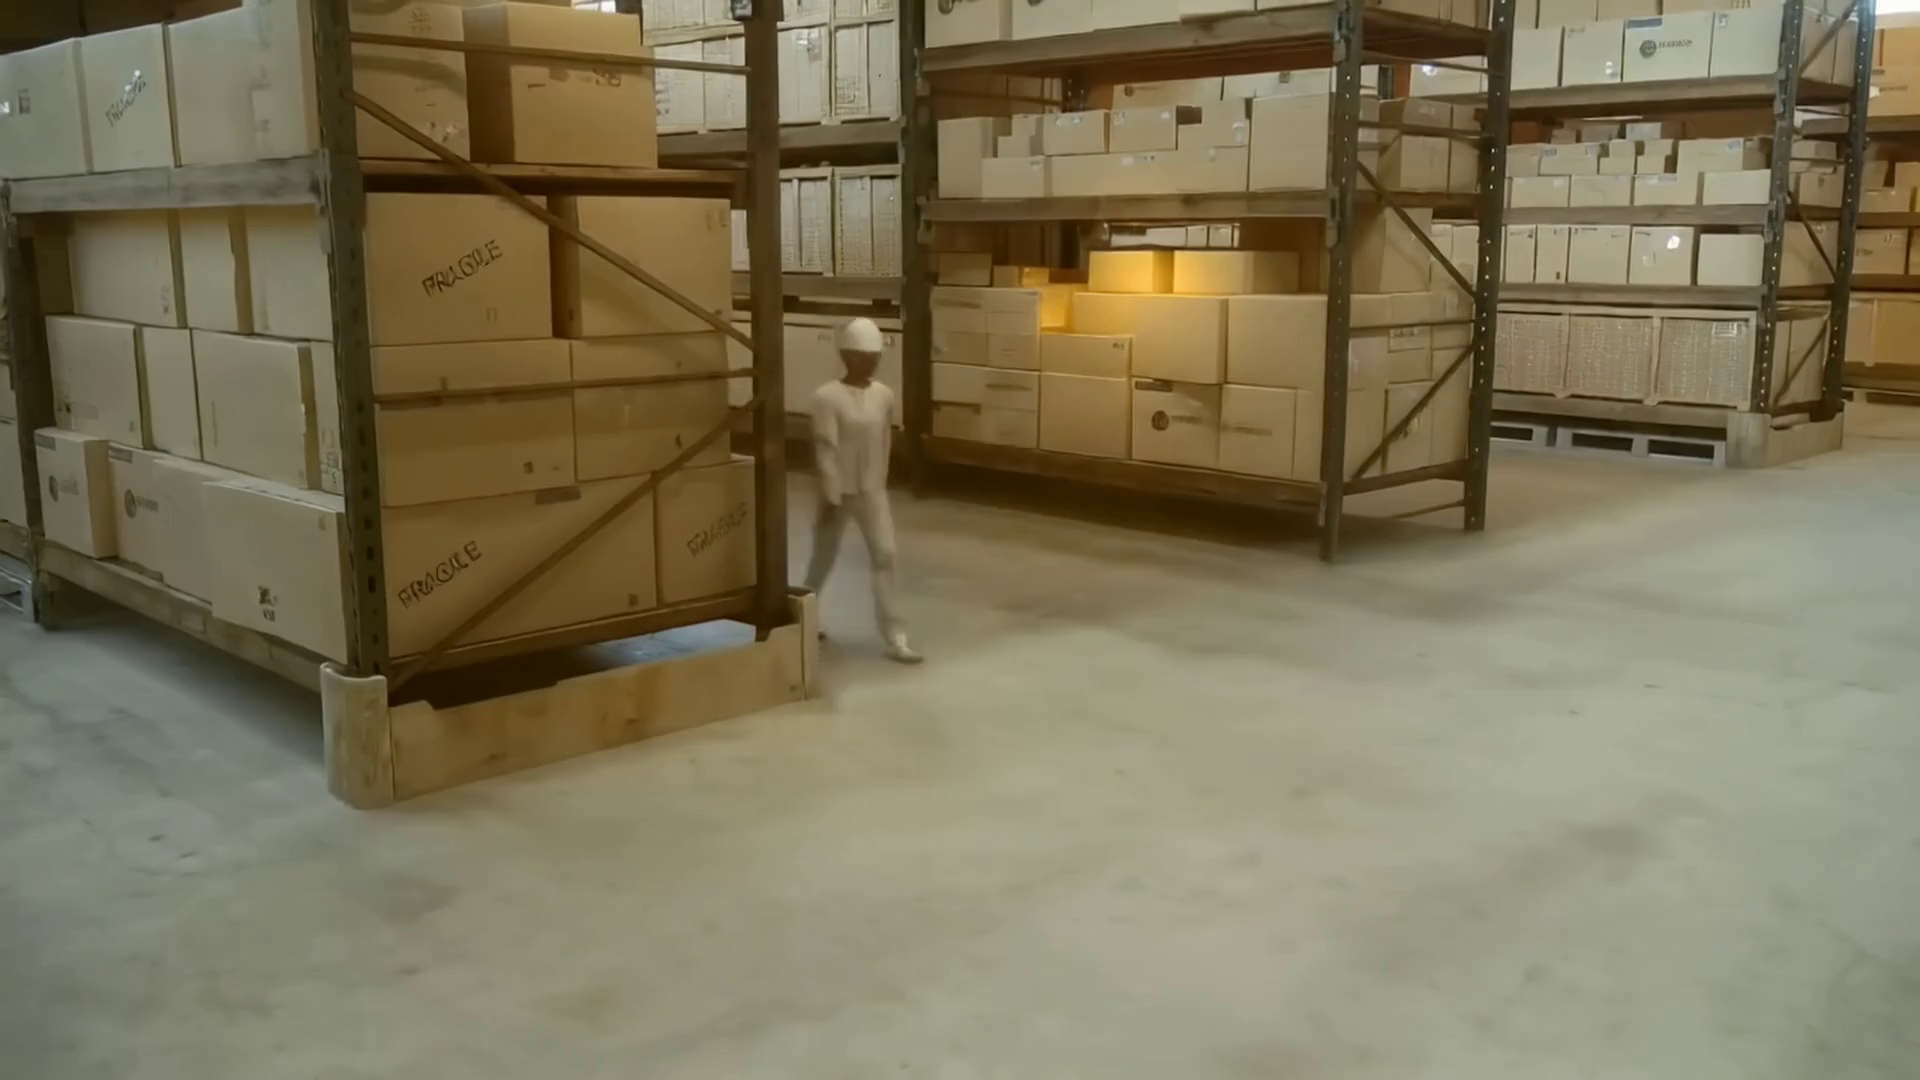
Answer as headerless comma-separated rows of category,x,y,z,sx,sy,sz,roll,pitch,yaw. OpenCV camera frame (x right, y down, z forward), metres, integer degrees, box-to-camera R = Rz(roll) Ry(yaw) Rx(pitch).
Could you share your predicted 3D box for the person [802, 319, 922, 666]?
person,-0.556,-0.260,8.452,0.522,1.727,0.914,-8,13,-37
